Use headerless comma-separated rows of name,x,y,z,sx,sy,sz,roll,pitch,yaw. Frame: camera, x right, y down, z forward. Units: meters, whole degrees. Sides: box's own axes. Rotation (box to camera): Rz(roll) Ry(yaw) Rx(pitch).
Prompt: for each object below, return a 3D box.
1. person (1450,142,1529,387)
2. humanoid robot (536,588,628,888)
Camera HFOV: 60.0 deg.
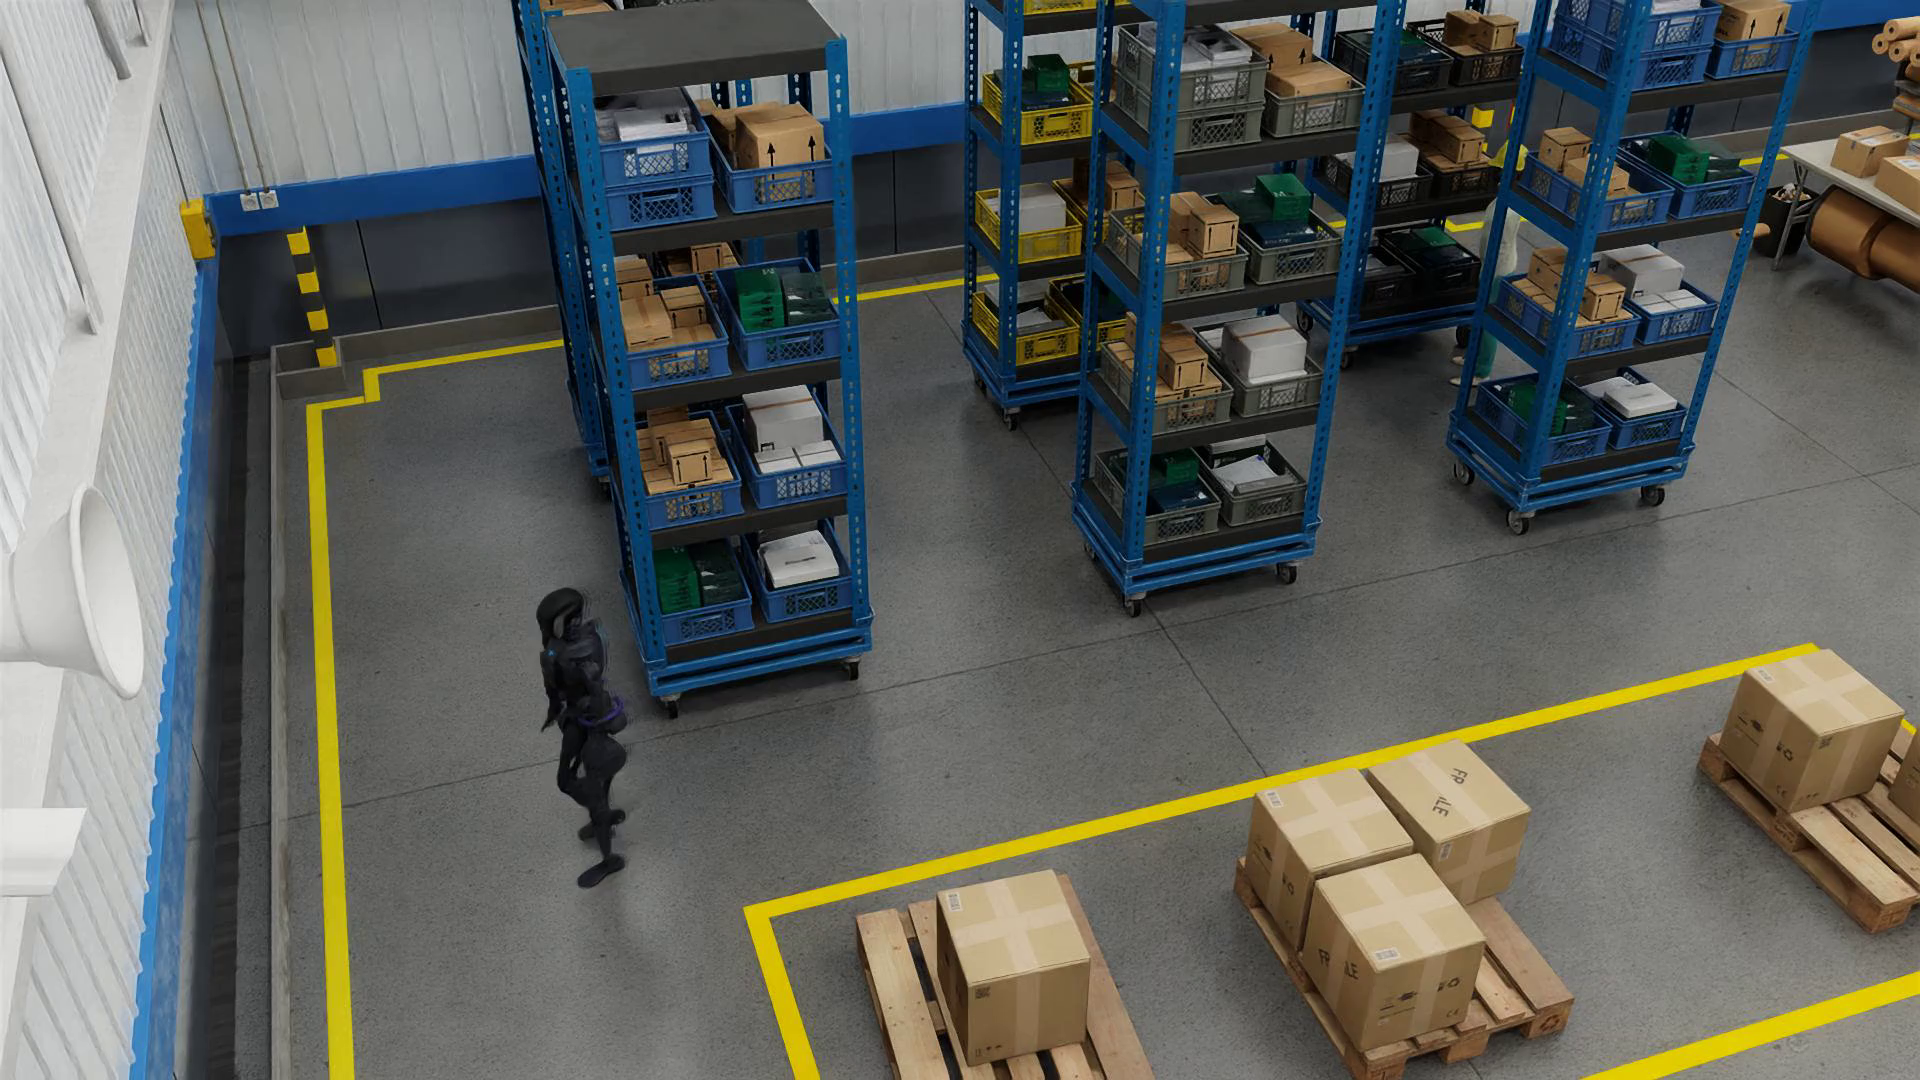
person,3.659,-1.884,11.427,0.309,1.768,0.521,11,37,15
humanoid robot,-1.743,0.878,7.582,0.388,1.652,0.652,-23,41,-29
